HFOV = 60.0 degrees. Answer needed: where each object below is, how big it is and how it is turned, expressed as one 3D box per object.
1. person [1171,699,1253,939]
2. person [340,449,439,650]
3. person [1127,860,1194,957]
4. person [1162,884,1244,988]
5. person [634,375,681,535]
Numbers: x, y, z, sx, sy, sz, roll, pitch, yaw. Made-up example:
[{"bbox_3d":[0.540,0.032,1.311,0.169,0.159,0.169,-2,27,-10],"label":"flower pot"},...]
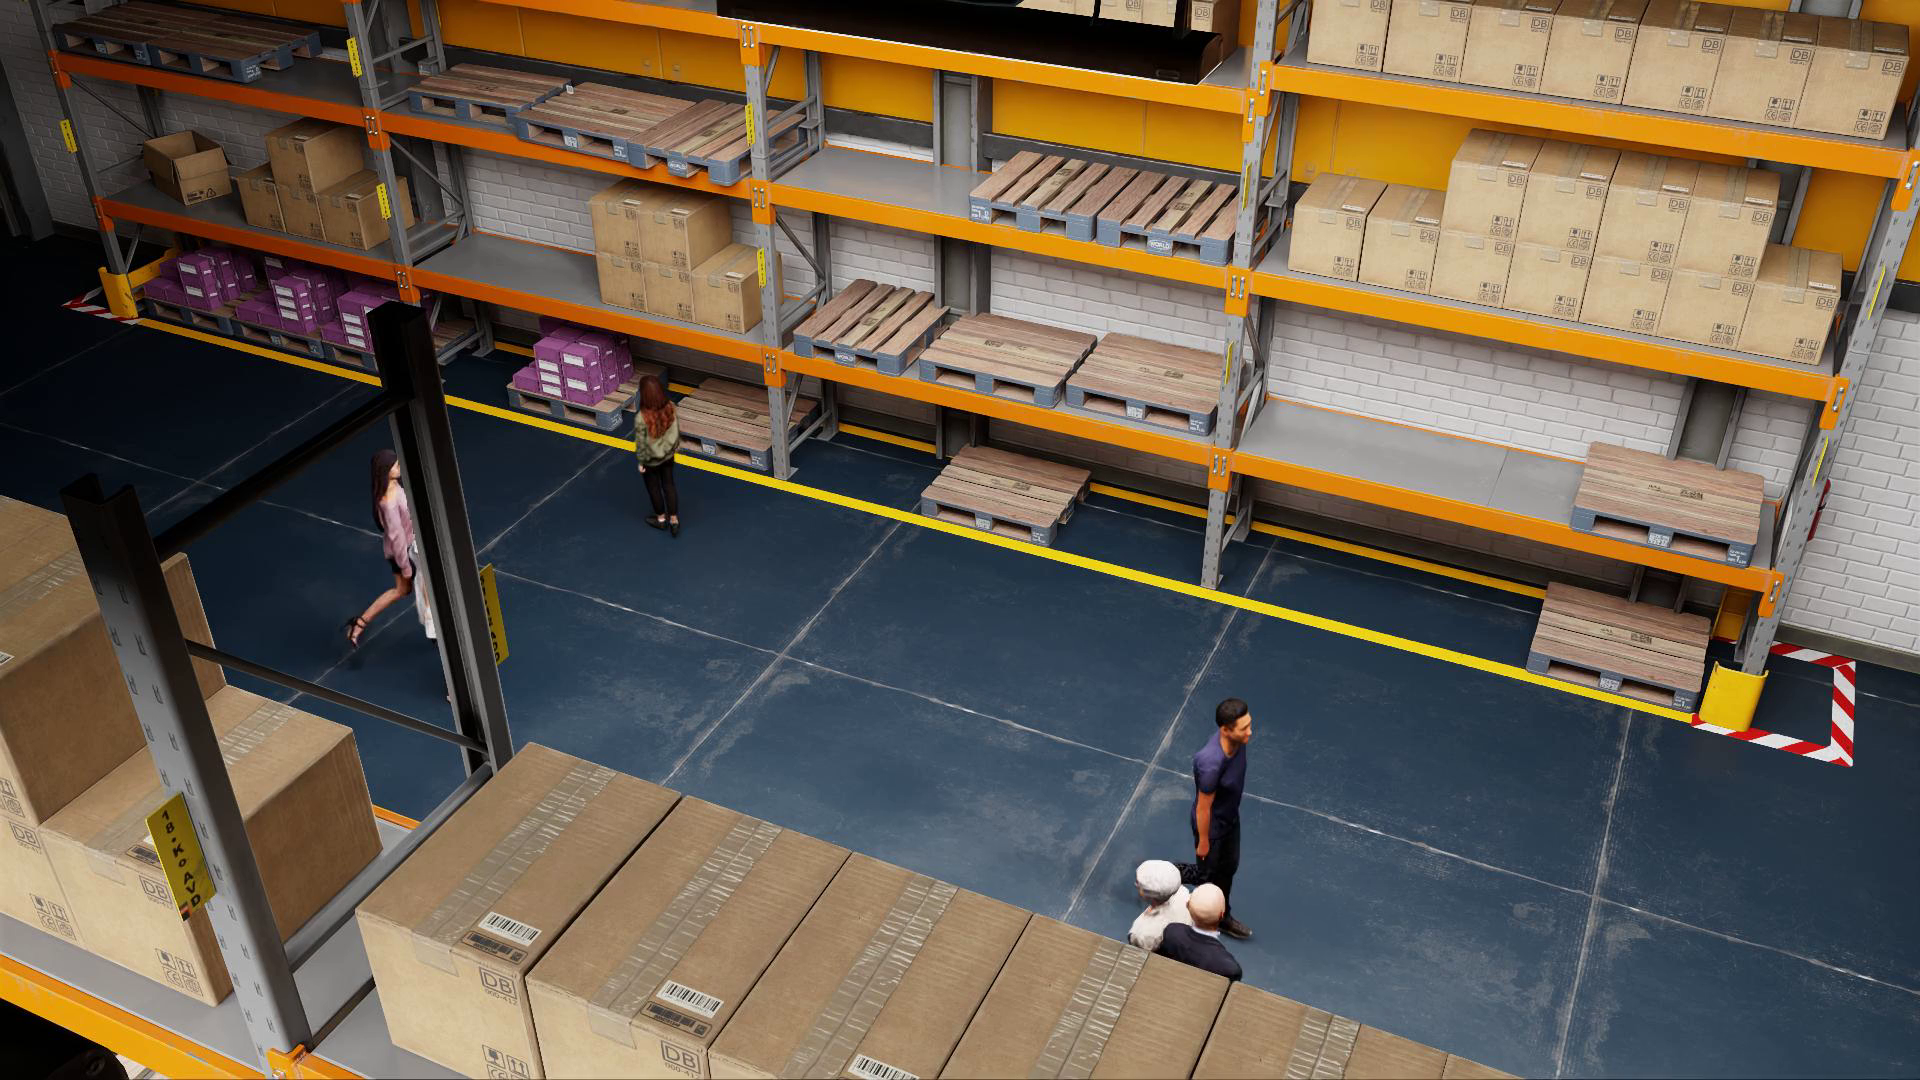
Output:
[{"bbox_3d":[1.461,1.653,9.992,1.023,1.776,0.762,21,39,28],"label":"person"},{"bbox_3d":[-4.205,0.141,12.259,1.123,1.784,1.058,-11,35,-16],"label":"person"},{"bbox_3d":[1.155,2.406,8.909,0.813,1.721,0.853,-26,42,-34],"label":"person"},{"bbox_3d":[1.219,2.528,8.666,0.951,1.788,0.898,-23,40,-30],"label":"person"},{"bbox_3d":[-2.495,-0.696,13.801,0.709,1.472,0.746,-25,41,-33],"label":"person"}]
